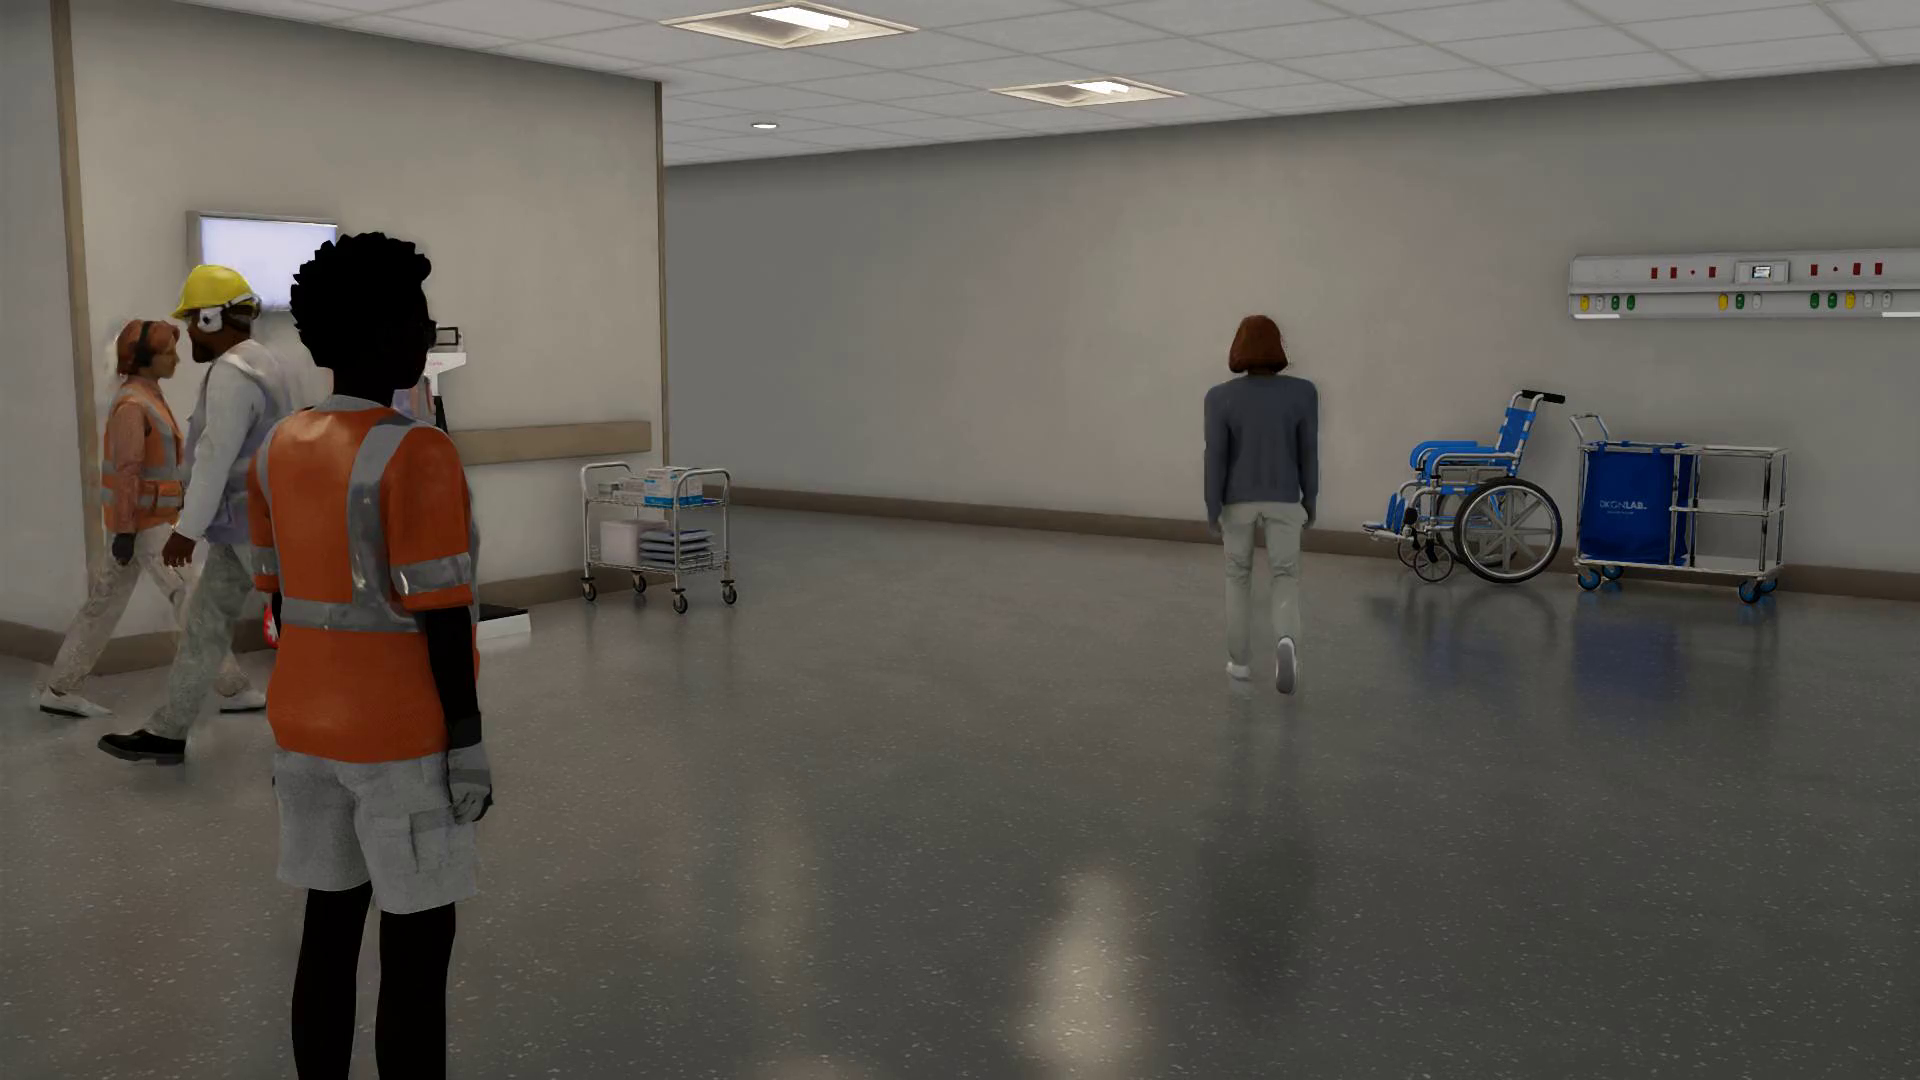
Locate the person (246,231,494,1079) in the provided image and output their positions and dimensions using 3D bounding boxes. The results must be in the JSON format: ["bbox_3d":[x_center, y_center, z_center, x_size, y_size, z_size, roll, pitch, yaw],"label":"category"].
[{"bbox_3d":[-0.990,0.333,2.851,0.532,1.696,0.319,5,9,36],"label":"person"}]

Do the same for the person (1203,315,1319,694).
[{"bbox_3d":[1.285,-0.154,7.087,0.504,1.611,0.660,1,7,5],"label":"person"}]

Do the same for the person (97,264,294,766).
[{"bbox_3d":[-2.539,-0.079,5.880,0.950,1.772,0.575,-3,8,-20],"label":"person"}]

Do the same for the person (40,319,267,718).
[{"bbox_3d":[-3.221,-0.075,6.567,0.895,1.585,0.507,-3,8,-22],"label":"person"}]
